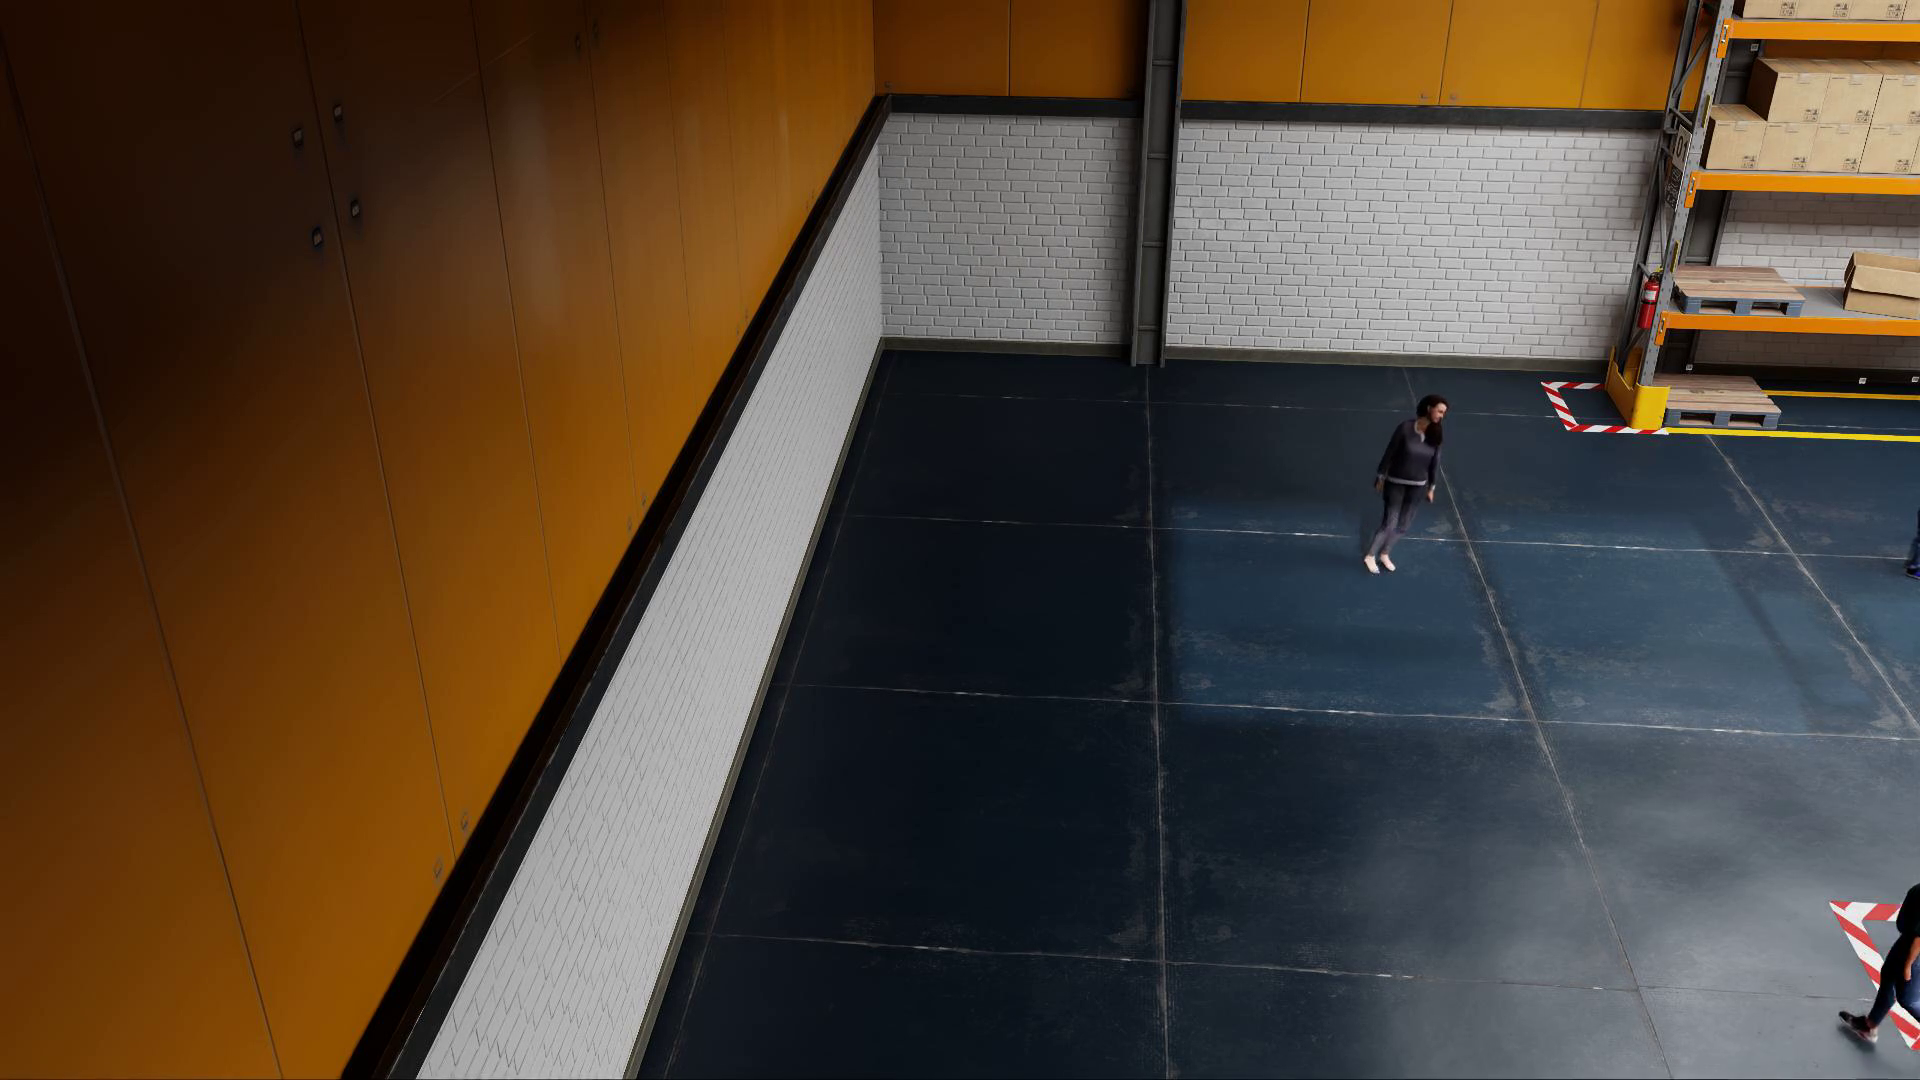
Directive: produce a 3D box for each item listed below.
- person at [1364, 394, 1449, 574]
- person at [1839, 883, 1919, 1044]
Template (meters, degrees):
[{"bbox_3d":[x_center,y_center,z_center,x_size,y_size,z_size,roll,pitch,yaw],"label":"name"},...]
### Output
[{"bbox_3d":[3.961,-0.507,14.972,0.622,1.722,0.828,2,29,3],"label":"person"},{"bbox_3d":[5.710,2.434,9.721,0.999,1.588,1.034,-20,35,-33],"label":"person"}]
